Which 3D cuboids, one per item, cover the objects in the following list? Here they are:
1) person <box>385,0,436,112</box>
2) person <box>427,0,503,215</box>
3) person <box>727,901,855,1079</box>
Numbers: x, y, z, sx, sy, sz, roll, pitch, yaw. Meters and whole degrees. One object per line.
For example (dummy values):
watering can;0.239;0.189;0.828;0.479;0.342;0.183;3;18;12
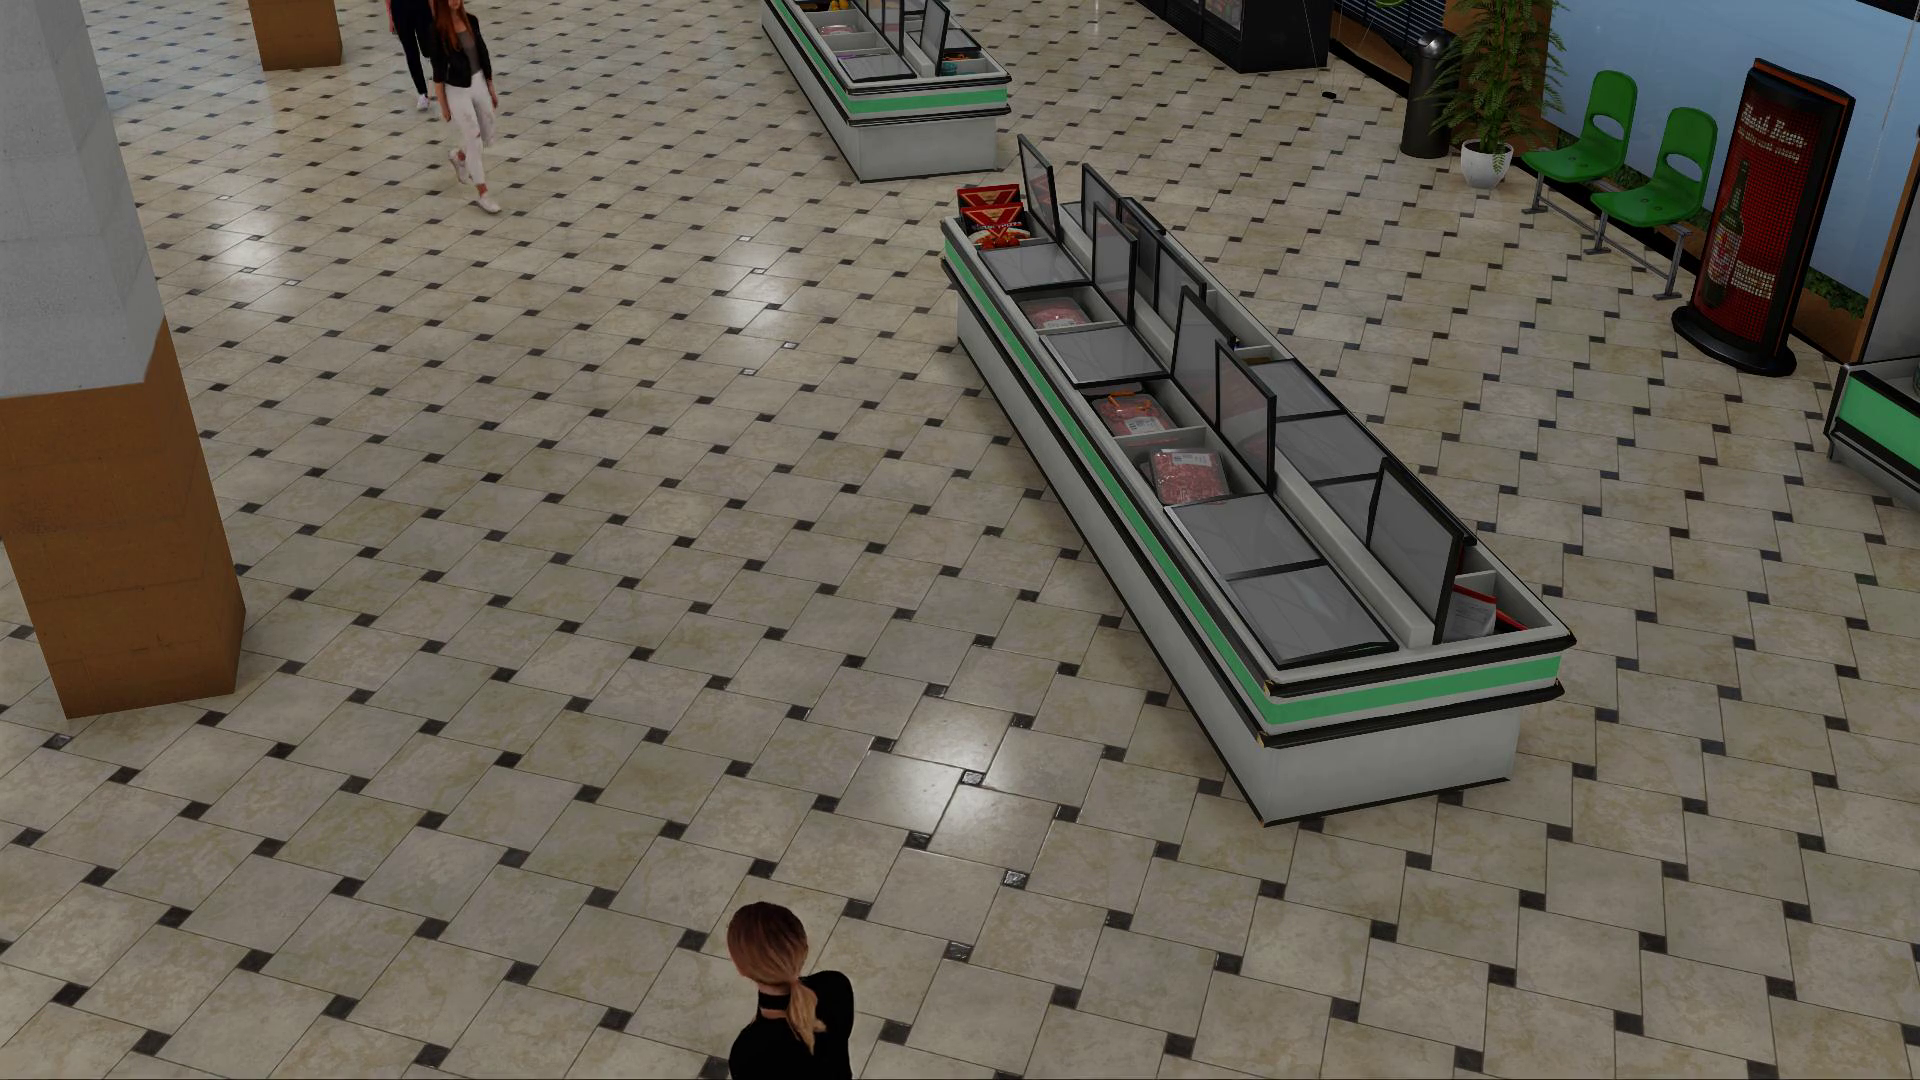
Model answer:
person;-4.732;-4.582;14.406;0.683;1.614;0.926;-1;32;-2
person;-3.670;-3.288;12.262;1.049;1.682;0.922;24;39;33
person;-0.425;1.617;4.300;0.709;1.767;0.661;19;37;28
